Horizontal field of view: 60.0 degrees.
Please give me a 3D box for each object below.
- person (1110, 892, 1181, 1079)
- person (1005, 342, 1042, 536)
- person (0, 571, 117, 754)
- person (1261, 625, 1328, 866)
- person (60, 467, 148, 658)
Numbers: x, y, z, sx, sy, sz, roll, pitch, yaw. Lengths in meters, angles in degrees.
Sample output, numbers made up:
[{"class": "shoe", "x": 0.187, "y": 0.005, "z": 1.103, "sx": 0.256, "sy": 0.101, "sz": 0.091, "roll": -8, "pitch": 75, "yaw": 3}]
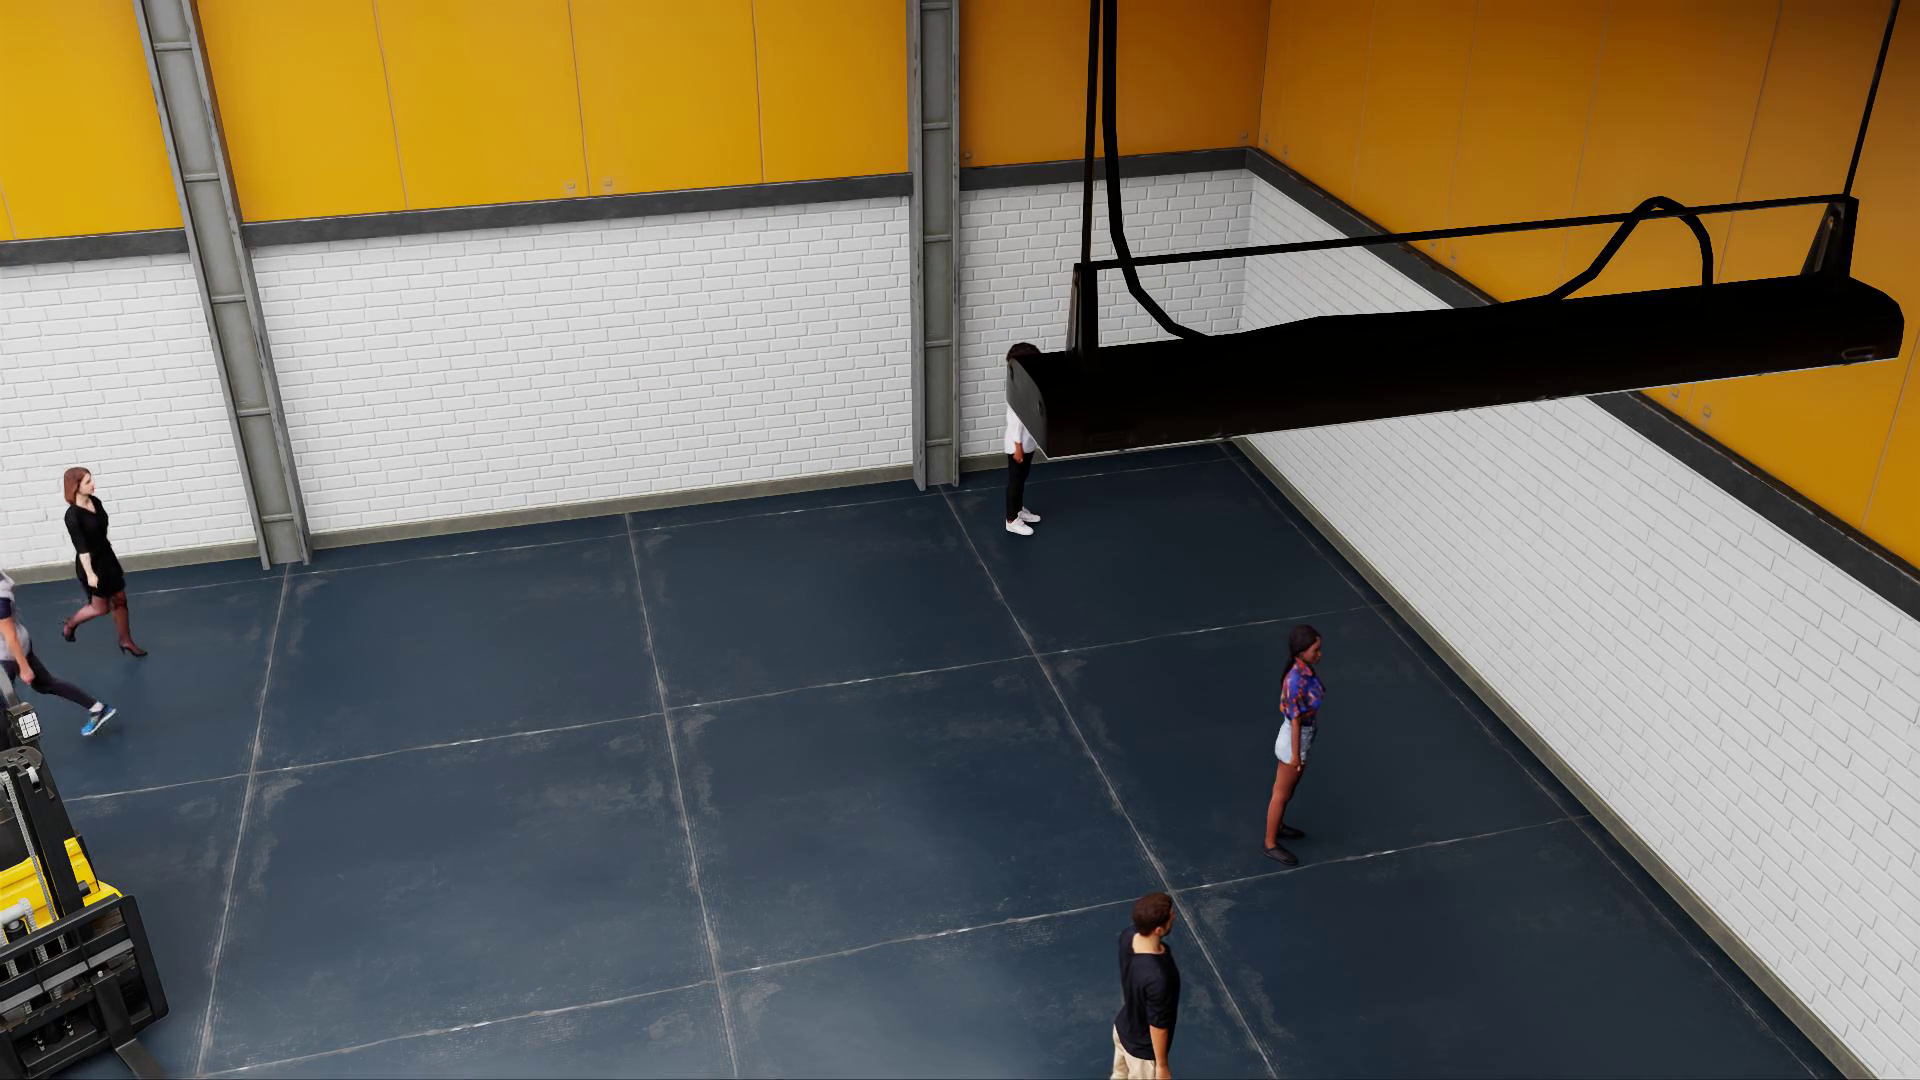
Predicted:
[{"class": "person", "x": 0.934, "y": 2.571, "z": 8.589, "sx": 0.531, "sy": 1.852, "sz": 0.625, "roll": -7, "pitch": 29, "yaw": -13}, {"class": "person", "x": 0.555, "y": -0.940, "z": 15.069, "sx": 0.741, "sy": 1.809, "sz": 0.715, "roll": 10, "pitch": 30, "yaw": 17}, {"class": "person", "x": -6.684, "y": 0.797, "z": 11.918, "sx": 1.307, "sy": 1.778, "sz": 0.939, "roll": -16, "pitch": 33, "yaw": -27}, {"class": "person", "x": 2.206, "y": 1.325, "z": 10.984, "sx": 0.690, "sy": 1.743, "sz": 0.670, "roll": 9, "pitch": 30, "yaw": 16}, {"class": "person", "x": -6.865, "y": 0.218, "z": 13.075, "sx": 0.939, "sy": 1.686, "sz": 0.762, "roll": 2, "pitch": 29, "yaw": 3}]
